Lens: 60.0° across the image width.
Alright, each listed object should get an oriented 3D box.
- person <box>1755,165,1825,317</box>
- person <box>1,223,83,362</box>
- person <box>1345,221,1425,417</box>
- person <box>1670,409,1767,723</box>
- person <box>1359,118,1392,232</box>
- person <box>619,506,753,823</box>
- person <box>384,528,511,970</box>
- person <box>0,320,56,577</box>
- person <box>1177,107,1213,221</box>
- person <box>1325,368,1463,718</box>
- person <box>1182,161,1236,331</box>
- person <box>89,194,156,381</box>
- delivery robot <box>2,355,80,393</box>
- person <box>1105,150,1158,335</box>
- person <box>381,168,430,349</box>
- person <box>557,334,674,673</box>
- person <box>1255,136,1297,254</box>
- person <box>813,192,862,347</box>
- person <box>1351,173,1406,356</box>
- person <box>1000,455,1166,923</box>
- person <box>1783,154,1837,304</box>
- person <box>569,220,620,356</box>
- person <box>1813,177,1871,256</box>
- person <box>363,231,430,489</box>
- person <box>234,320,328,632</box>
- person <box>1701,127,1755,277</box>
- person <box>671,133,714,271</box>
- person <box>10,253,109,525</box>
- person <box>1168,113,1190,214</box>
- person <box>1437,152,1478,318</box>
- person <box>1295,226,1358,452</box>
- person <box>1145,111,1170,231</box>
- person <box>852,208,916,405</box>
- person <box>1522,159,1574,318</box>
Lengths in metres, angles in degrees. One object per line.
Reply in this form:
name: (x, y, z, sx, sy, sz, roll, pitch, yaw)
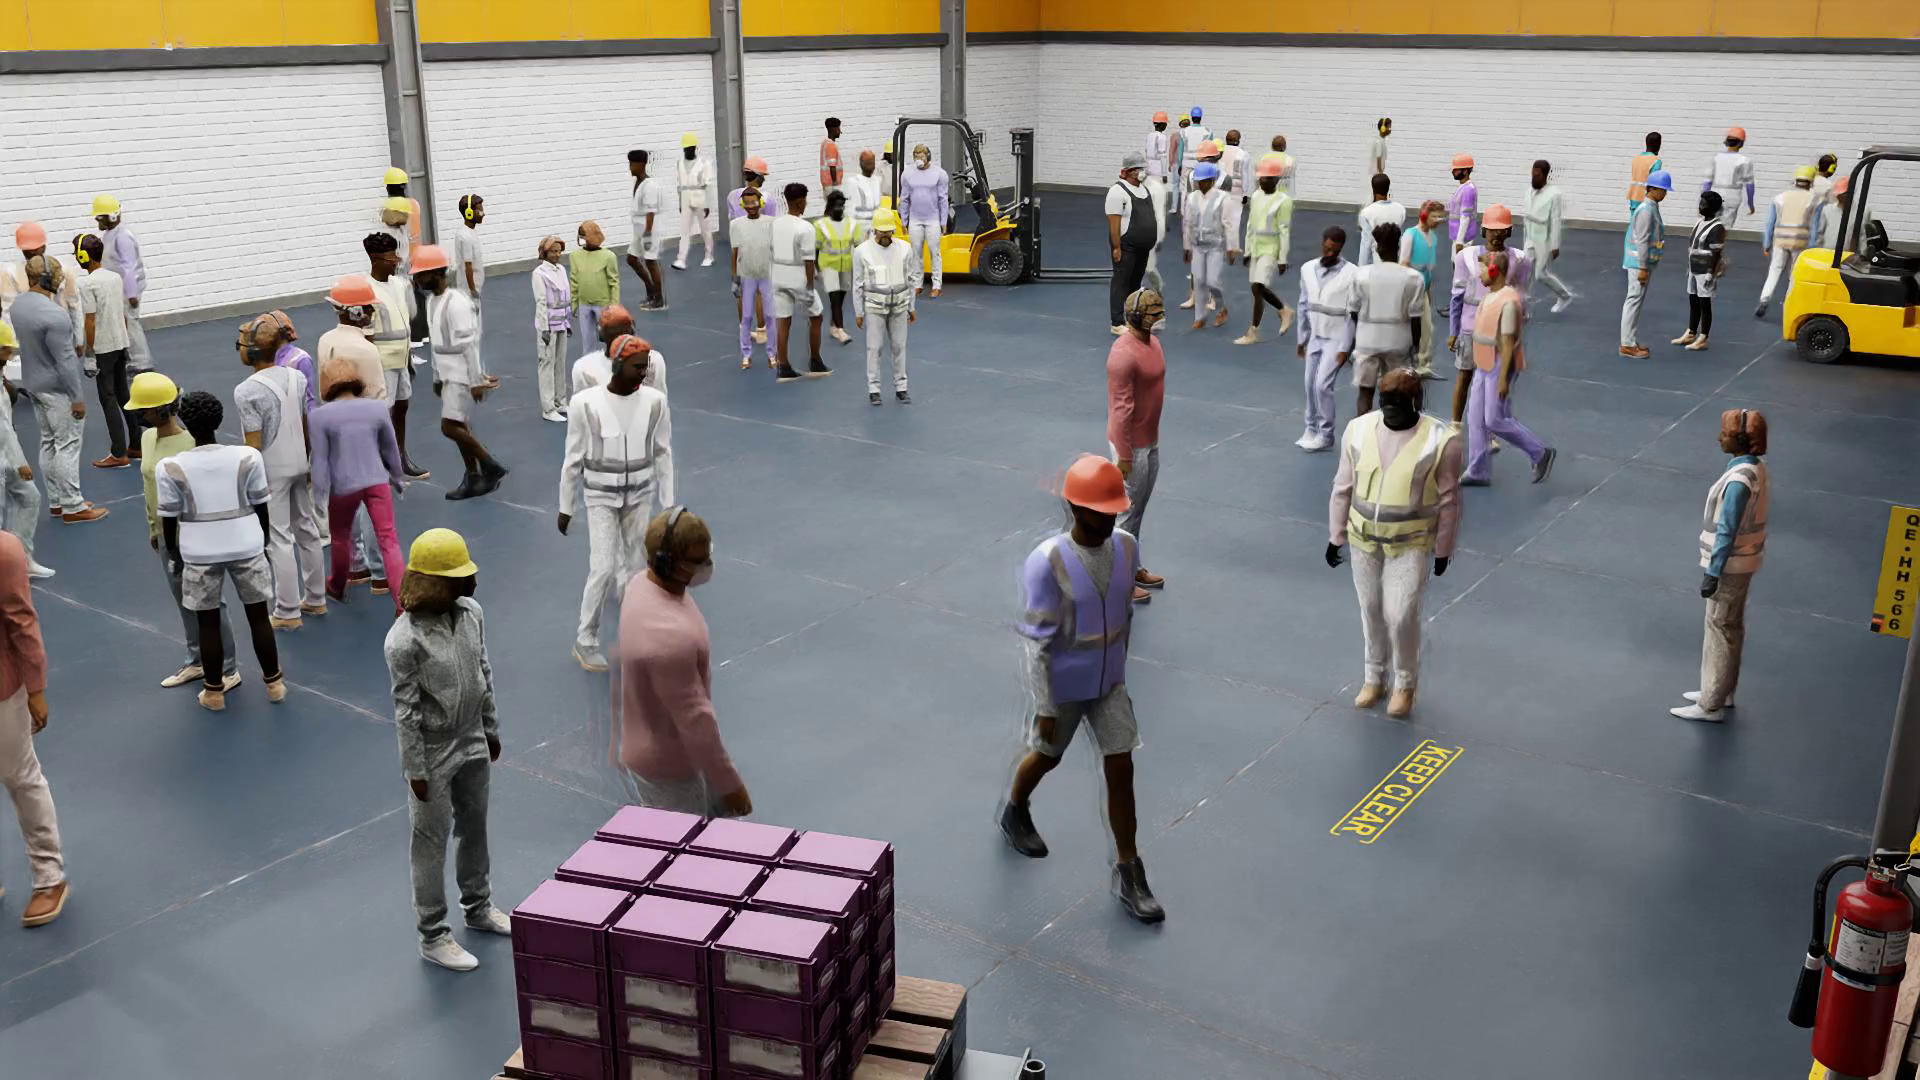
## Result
person: (9.756, -3.484, 19.561, 0.606, 1.804, 0.708, 16, 24, 41)
person: (-7.567, -1.673, 13.761, 0.549, 1.889, 0.963, -5, 18, -15)
person: (3.387, -1.566, 13.332, 0.619, 1.941, 0.722, 4, 18, 13)
person: (3.919, 0.136, 8.490, 0.314, 1.636, 0.524, 11, 21, 30)
person: (6.926, -5.935, 27.134, 0.785, 1.837, 0.539, 6, 19, 19)
person: (-0.937, 0.791, 5.982, 0.608, 1.921, 0.638, -3, 18, -10)
person: (-1.912, 0.785, 6.295, 0.321, 1.737, 0.485, 8, 19, 23)
person: (-5.993, -0.514, 10.394, 0.562, 1.711, 0.540, -9, 20, -27)
person: (4.045, -6.471, 28.671, 0.603, 1.938, 0.425, 3, 18, 9)
person: (2.195, 0.019, 8.546, 0.623, 1.827, 0.488, 13, 22, 36)
person: (2.795, -3.301, 18.776, 0.659, 1.922, 0.538, 15, 23, 38)
person: (-8.277, -2.500, 16.438, 0.406, 1.820, 0.684, -13, 22, -35)
delivery robot: (-8.577, -1.581, 15.451, 0.707, 0.478, 0.477, 1, 18, 4)
person: (1.962, -3.334, 18.686, 0.537, 2.000, 0.682, 13, 22, 36)
person: (-5.976, -3.027, 17.908, 0.367, 1.927, 0.590, 1, 18, 3)
person: (-1.900, -0.203, 9.195, 0.673, 1.856, 0.404, -10, 20, -28)
person: (4.585, -4.963, 24.192, 0.618, 1.790, 0.969, 6, 19, 19)
person: (-1.315, -2.958, 18.121, 0.552, 1.649, 0.849, -8, 20, -25)
person: (4.388, -2.866, 17.426, 0.589, 1.915, 0.398, -11, 21, -31)
person: (0.475, 0.544, 6.815, 0.561, 1.892, 1.003, -10, 20, -29)
person: (10.702, -3.845, 20.641, 0.948, 1.821, 0.543, -4, 18, -13)
person: (-3.489, -2.234, 15.903, 0.500, 1.632, 0.286, 5, 18, 14)
person: (10.189, -3.343, 19.272, 0.567, 1.704, 0.900, 14, 22, 37)
person: (-4.363, -1.370, 12.685, 0.373, 1.958, 0.598, 3, 18, 9)
person: (-3.994, -0.373, 9.738, 0.345, 1.847, 0.506, 6, 19, 19)
person: (10.550, -4.613, 22.746, 0.953, 2.007, 0.612, -13, 22, -34)
person: (-3.749, -4.742, 23.350, 0.597, 1.877, 0.982, 6, 19, 18)
person: (-6.379, -1.053, 11.742, 0.641, 1.928, 0.386, 13, 22, 36)
person: (3.981, -6.728, 29.763, 0.532, 1.758, 0.345, -3, 18, -9)
person: (5.913, -3.610, 19.728, 0.387, 1.931, 0.543, 3, 18, 9)
person: (3.009, -1.640, 13.659, 0.515, 1.880, 0.596, -14, 22, -37)
person: (3.260, -6.079, 27.435, 0.372, 1.939, 0.544, -8, 19, -23)
person: (-0.692, -2.152, 15.354, 0.601, 1.817, 0.403, -6, 19, -19)
person: (6.903, -3.535, 19.571, 0.699, 1.887, 0.643, -6, 19, -19)
